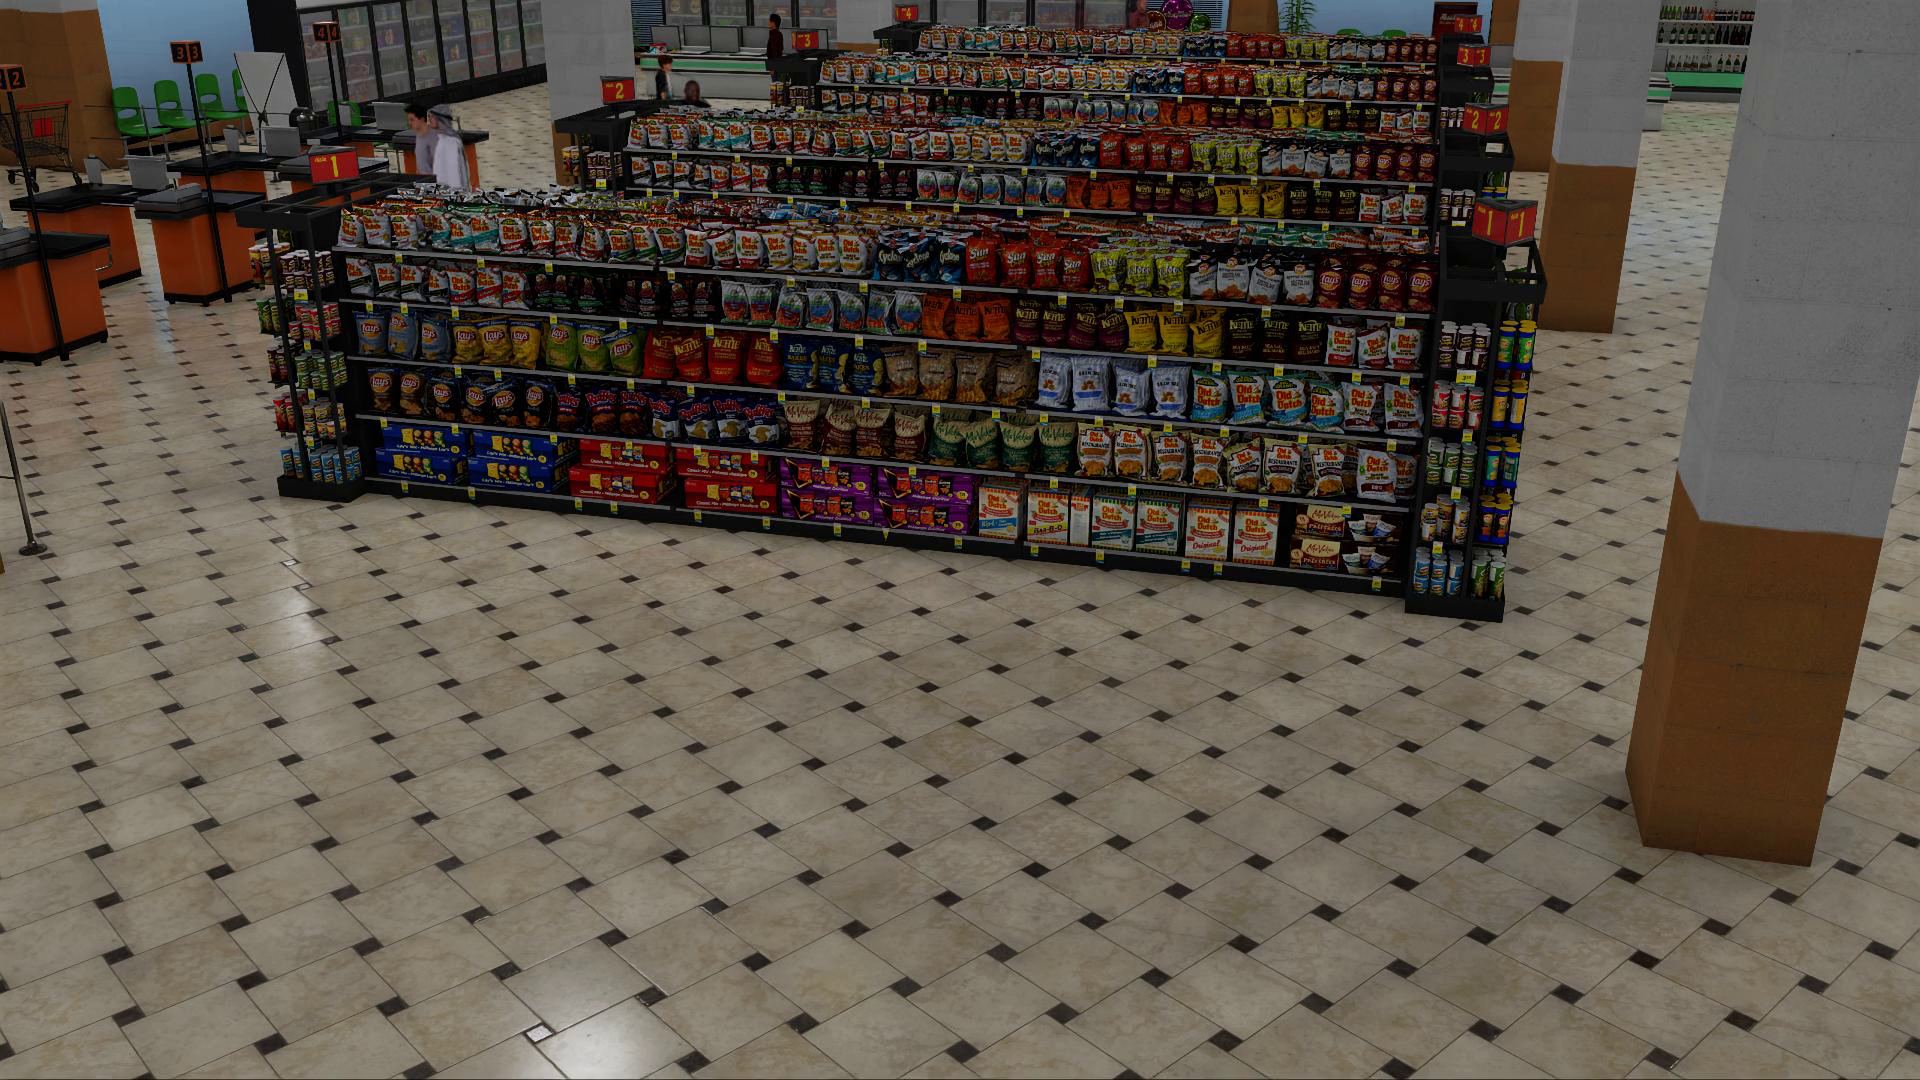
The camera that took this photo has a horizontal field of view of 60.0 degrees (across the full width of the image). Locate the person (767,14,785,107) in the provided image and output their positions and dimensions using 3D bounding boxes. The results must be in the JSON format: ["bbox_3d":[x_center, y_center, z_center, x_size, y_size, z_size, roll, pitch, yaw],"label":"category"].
[{"bbox_3d":[-3.199,-8.268,29.057,0.570,1.781,0.684,2,22,6],"label":"person"}]

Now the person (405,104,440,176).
[{"bbox_3d":[-5.384,-3.640,17.486,1.180,1.821,1.136,-14,26,-32],"label":"person"}]

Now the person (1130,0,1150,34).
[{"bbox_3d":[3.390,-9.656,32.499,1.310,1.790,1.024,16,27,35],"label":"person"}]

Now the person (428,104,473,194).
[{"bbox_3d":[-5.063,-3.416,16.809,1.148,1.908,1.055,-10,24,-23],"label":"person"}]

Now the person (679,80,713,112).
[{"bbox_3d":[-3.199,-4.561,19.834,1.089,1.778,1.052,-3,22,-9],"label":"person"}]

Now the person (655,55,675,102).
[{"bbox_3d":[-4.609,-6.782,25.813,0.656,1.442,0.606,2,22,4],"label":"person"}]
